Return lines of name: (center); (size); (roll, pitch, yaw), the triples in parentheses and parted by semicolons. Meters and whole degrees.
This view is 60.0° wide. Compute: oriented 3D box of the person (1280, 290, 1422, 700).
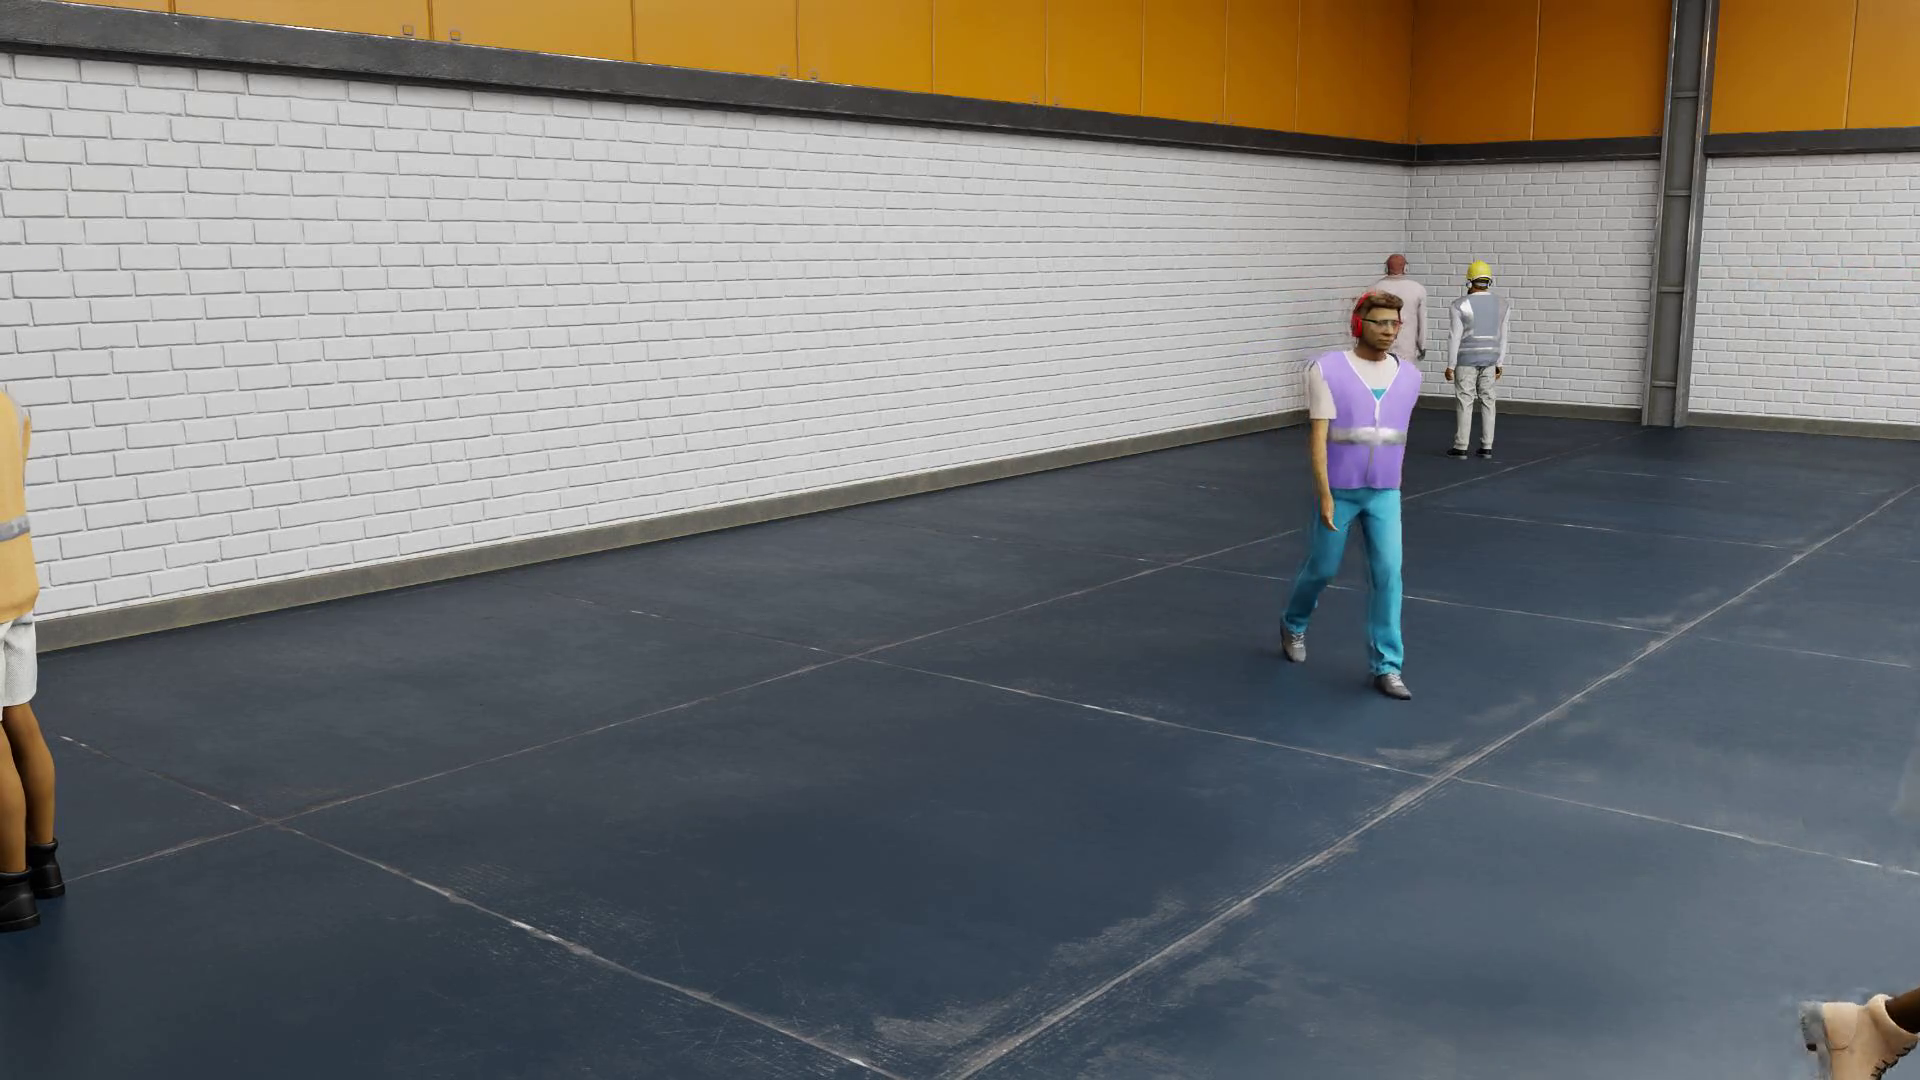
person: (1.803, -0.241, 7.625); (0.564, 1.813, 0.902); (-2, 10, -12)

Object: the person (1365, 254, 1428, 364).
person: (4.561, -2.040, 17.415); (0.647, 1.875, 0.811); (4, 11, 20)

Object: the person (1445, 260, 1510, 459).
person: (4.764, -1.659, 15.399); (0.586, 1.833, 0.404); (-2, 10, -12)

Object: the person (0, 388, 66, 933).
person: (-2.908, 0.198, 4.850); (0.375, 1.927, 0.543); (-1, 10, -8)

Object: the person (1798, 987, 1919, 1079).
person: (2.190, 0.463, 3.249); (0.875, 1.994, 0.621); (10, 14, 44)
